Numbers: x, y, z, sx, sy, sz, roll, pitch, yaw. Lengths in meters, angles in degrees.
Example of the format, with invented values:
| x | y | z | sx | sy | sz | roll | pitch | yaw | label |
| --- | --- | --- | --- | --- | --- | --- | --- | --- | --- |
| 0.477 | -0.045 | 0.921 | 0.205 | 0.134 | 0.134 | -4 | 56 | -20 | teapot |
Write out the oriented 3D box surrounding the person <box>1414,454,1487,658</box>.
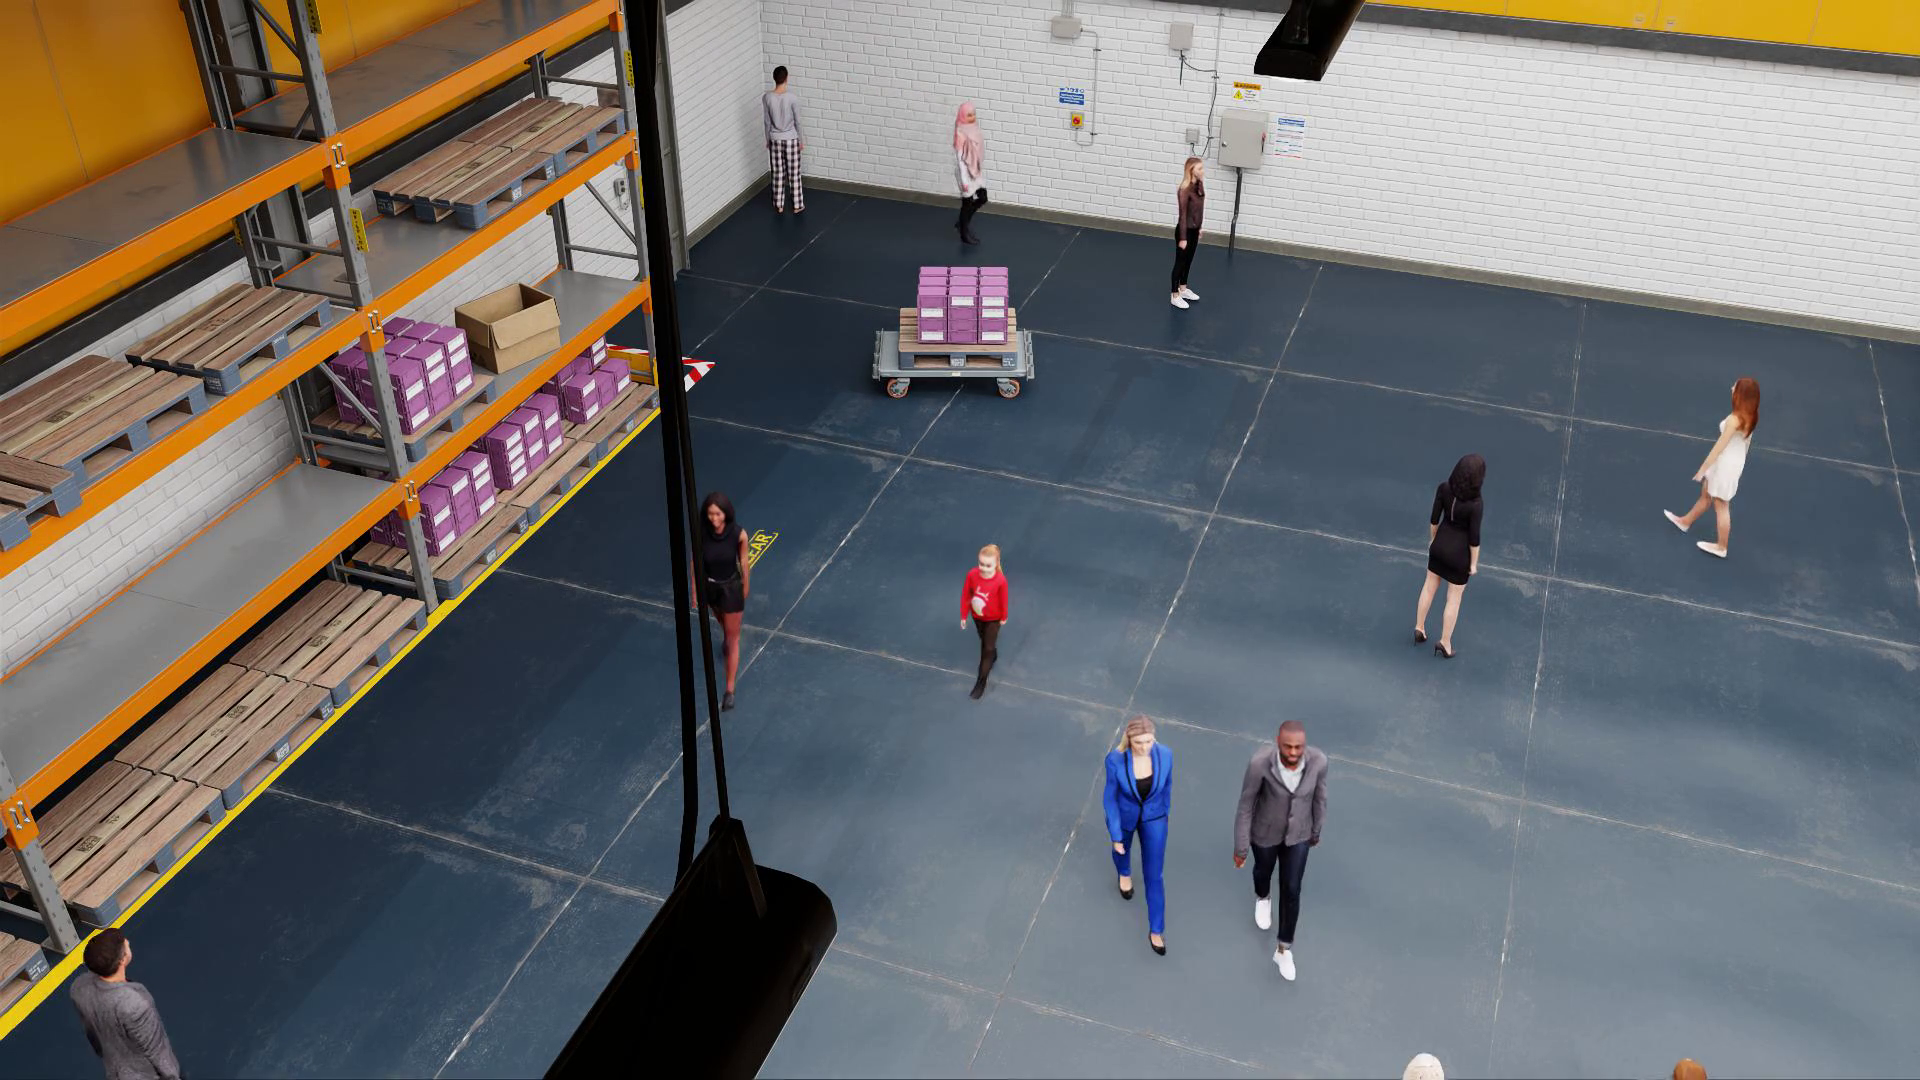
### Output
| x | y | z | sx | sy | sz | roll | pitch | yaw | label |
| --- | --- | --- | --- | --- | --- | --- | --- | --- | --- |
| 3.848 | 0.122 | 13.050 | 0.670 | 1.805 | 0.663 | -22 | 39 | -29 | person |

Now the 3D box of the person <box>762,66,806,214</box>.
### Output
| x | y | z | sx | sy | sz | roll | pitch | yaw | label |
| --- | --- | --- | --- | --- | --- | --- | --- | --- | --- |
| -2.186 | -4.972 | 20.675 | 0.677 | 1.847 | 0.613 | 3 | 34 | 5 | person |

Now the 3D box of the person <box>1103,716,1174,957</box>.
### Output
| x | y | z | sx | sy | sz | roll | pitch | yaw | label |
| --- | --- | --- | --- | --- | --- | --- | --- | --- | --- |
| 1.105 | 1.740 | 10.745 | 0.938 | 1.662 | 1.192 | -3 | 34 | -4 | person |

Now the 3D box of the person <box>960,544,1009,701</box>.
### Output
| x | y | z | sx | sy | sz | roll | pitch | yaw | label |
| --- | --- | --- | --- | --- | --- | --- | --- | --- | --- |
| 0.224 | 0.555 | 12.906 | 0.520 | 1.243 | 0.913 | 14 | 36 | 19 | person |

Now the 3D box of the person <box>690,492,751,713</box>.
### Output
| x | y | z | sx | sy | sz | roll | pitch | yaw | label |
| --- | --- | --- | --- | --- | --- | --- | --- | --- | --- |
| -1.830 | 0.353 | 12.805 | 0.826 | 1.691 | 1.299 | 2 | 34 | 3 | person |

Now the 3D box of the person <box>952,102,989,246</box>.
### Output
| x | y | z | sx | sy | sz | roll | pitch | yaw | label |
| --- | --- | --- | --- | --- | --- | --- | --- | --- | --- |
| 0.013 | -4.361 | 19.809 | 0.753 | 1.789 | 0.645 | 17 | 37 | 23 | person |

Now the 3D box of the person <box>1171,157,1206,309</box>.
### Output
| x | y | z | sx | sy | sz | roll | pitch | yaw | label |
| --- | --- | --- | --- | --- | --- | --- | --- | --- | --- |
| 2.530 | -3.437 | 18.497 | 0.712 | 1.703 | 0.527 | 21 | 39 | 28 | person |

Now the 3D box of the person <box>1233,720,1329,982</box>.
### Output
| x | y | z | sx | sy | sz | roll | pitch | yaw | label |
| --- | --- | --- | --- | --- | --- | --- | --- | --- | --- |
| 2.013 | 1.800 | 10.547 | 0.927 | 1.781 | 1.126 | 2 | 34 | 3 | person |

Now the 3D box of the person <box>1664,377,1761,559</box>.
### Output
| x | y | z | sx | sy | sz | roll | pitch | yaw | label |
| --- | --- | --- | --- | --- | --- | --- | --- | --- | --- |
| 6.637 | -0.593 | 14.228 | 0.945 | 1.691 | 0.903 | -25 | 41 | -33 | person |

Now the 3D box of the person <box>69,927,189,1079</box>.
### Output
| x | y | z | sx | sy | sz | roll | pitch | yaw | label |
| --- | --- | --- | --- | --- | --- | --- | --- | --- | --- |
| -4.417 | 2.867 | 8.875 | 0.715 | 1.856 | 0.953 | 13 | 36 | 19 | person |
